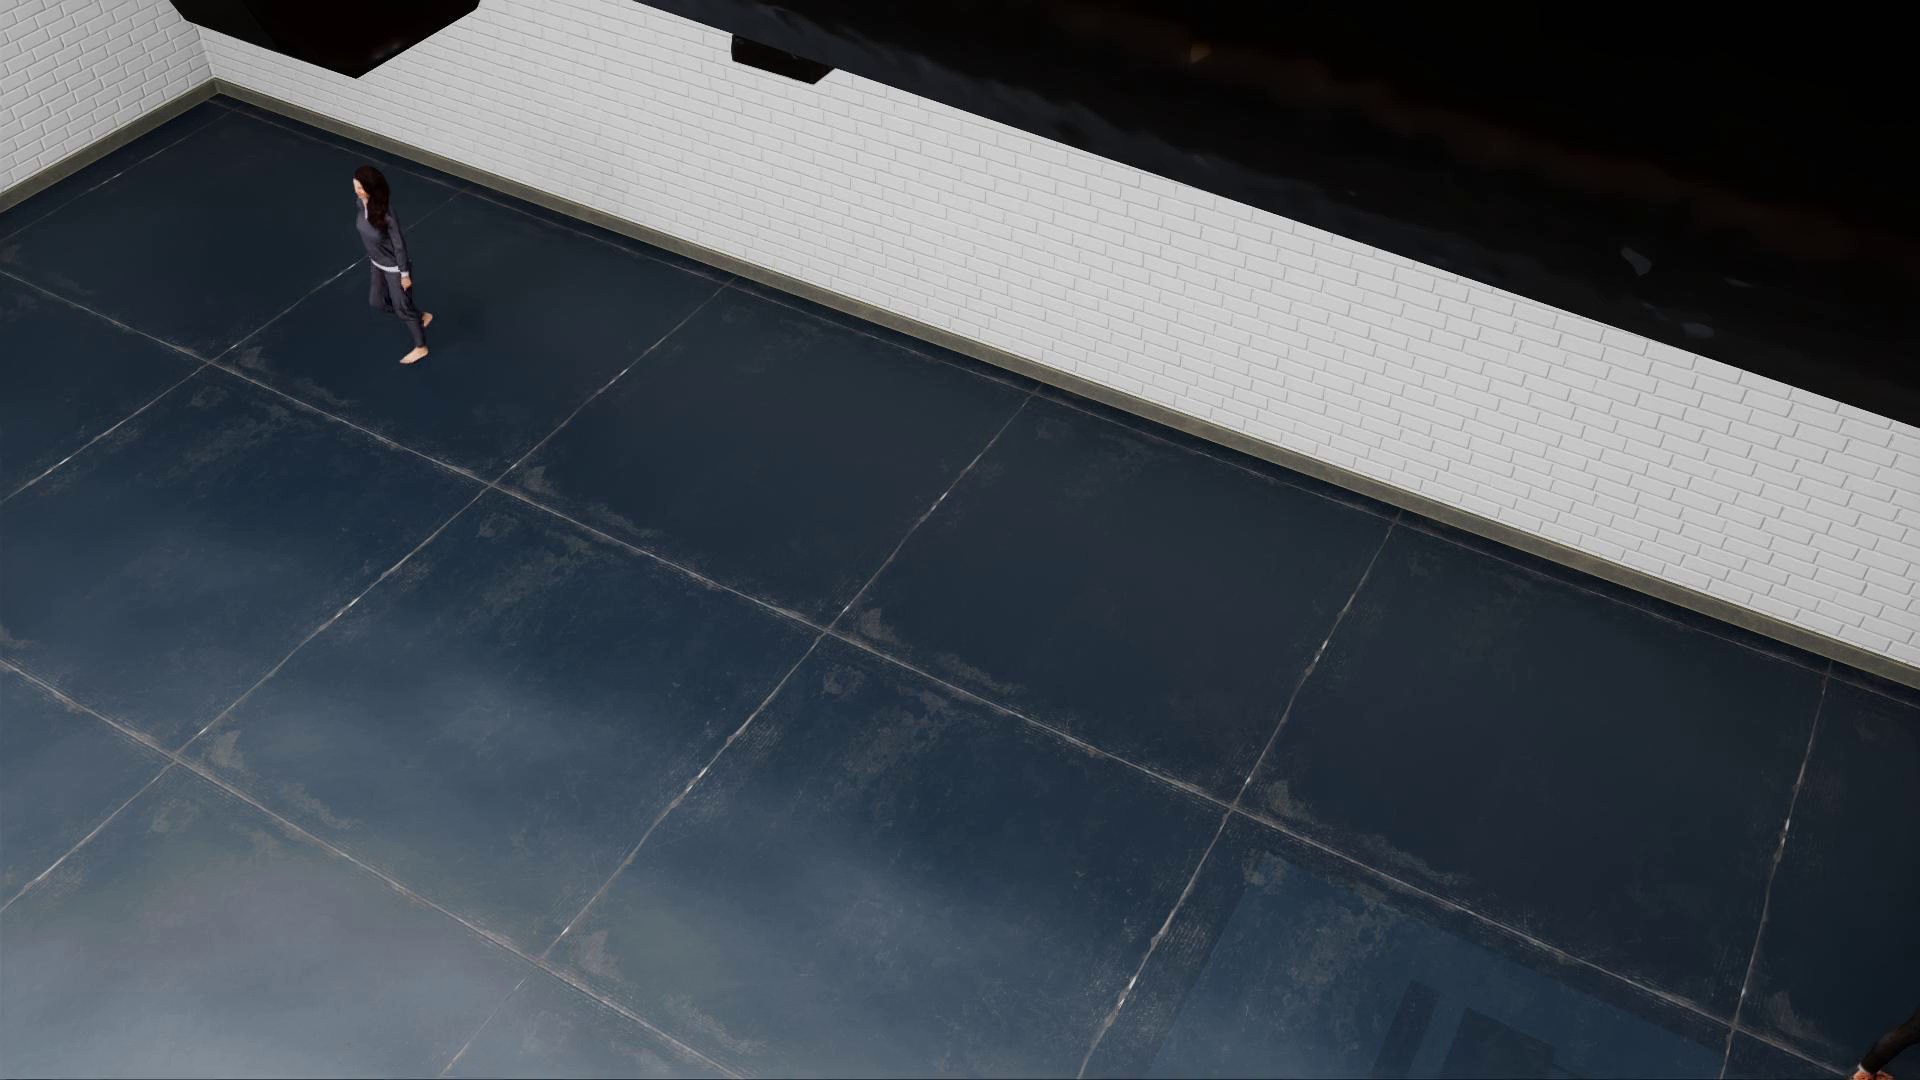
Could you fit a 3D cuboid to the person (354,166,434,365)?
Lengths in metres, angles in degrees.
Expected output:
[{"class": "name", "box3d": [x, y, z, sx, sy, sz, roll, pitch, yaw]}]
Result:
[{"class": "person", "box3d": [-4.403, -2.199, 13.054, 0.677, 1.760, 0.738, 30, 51, 28]}]
